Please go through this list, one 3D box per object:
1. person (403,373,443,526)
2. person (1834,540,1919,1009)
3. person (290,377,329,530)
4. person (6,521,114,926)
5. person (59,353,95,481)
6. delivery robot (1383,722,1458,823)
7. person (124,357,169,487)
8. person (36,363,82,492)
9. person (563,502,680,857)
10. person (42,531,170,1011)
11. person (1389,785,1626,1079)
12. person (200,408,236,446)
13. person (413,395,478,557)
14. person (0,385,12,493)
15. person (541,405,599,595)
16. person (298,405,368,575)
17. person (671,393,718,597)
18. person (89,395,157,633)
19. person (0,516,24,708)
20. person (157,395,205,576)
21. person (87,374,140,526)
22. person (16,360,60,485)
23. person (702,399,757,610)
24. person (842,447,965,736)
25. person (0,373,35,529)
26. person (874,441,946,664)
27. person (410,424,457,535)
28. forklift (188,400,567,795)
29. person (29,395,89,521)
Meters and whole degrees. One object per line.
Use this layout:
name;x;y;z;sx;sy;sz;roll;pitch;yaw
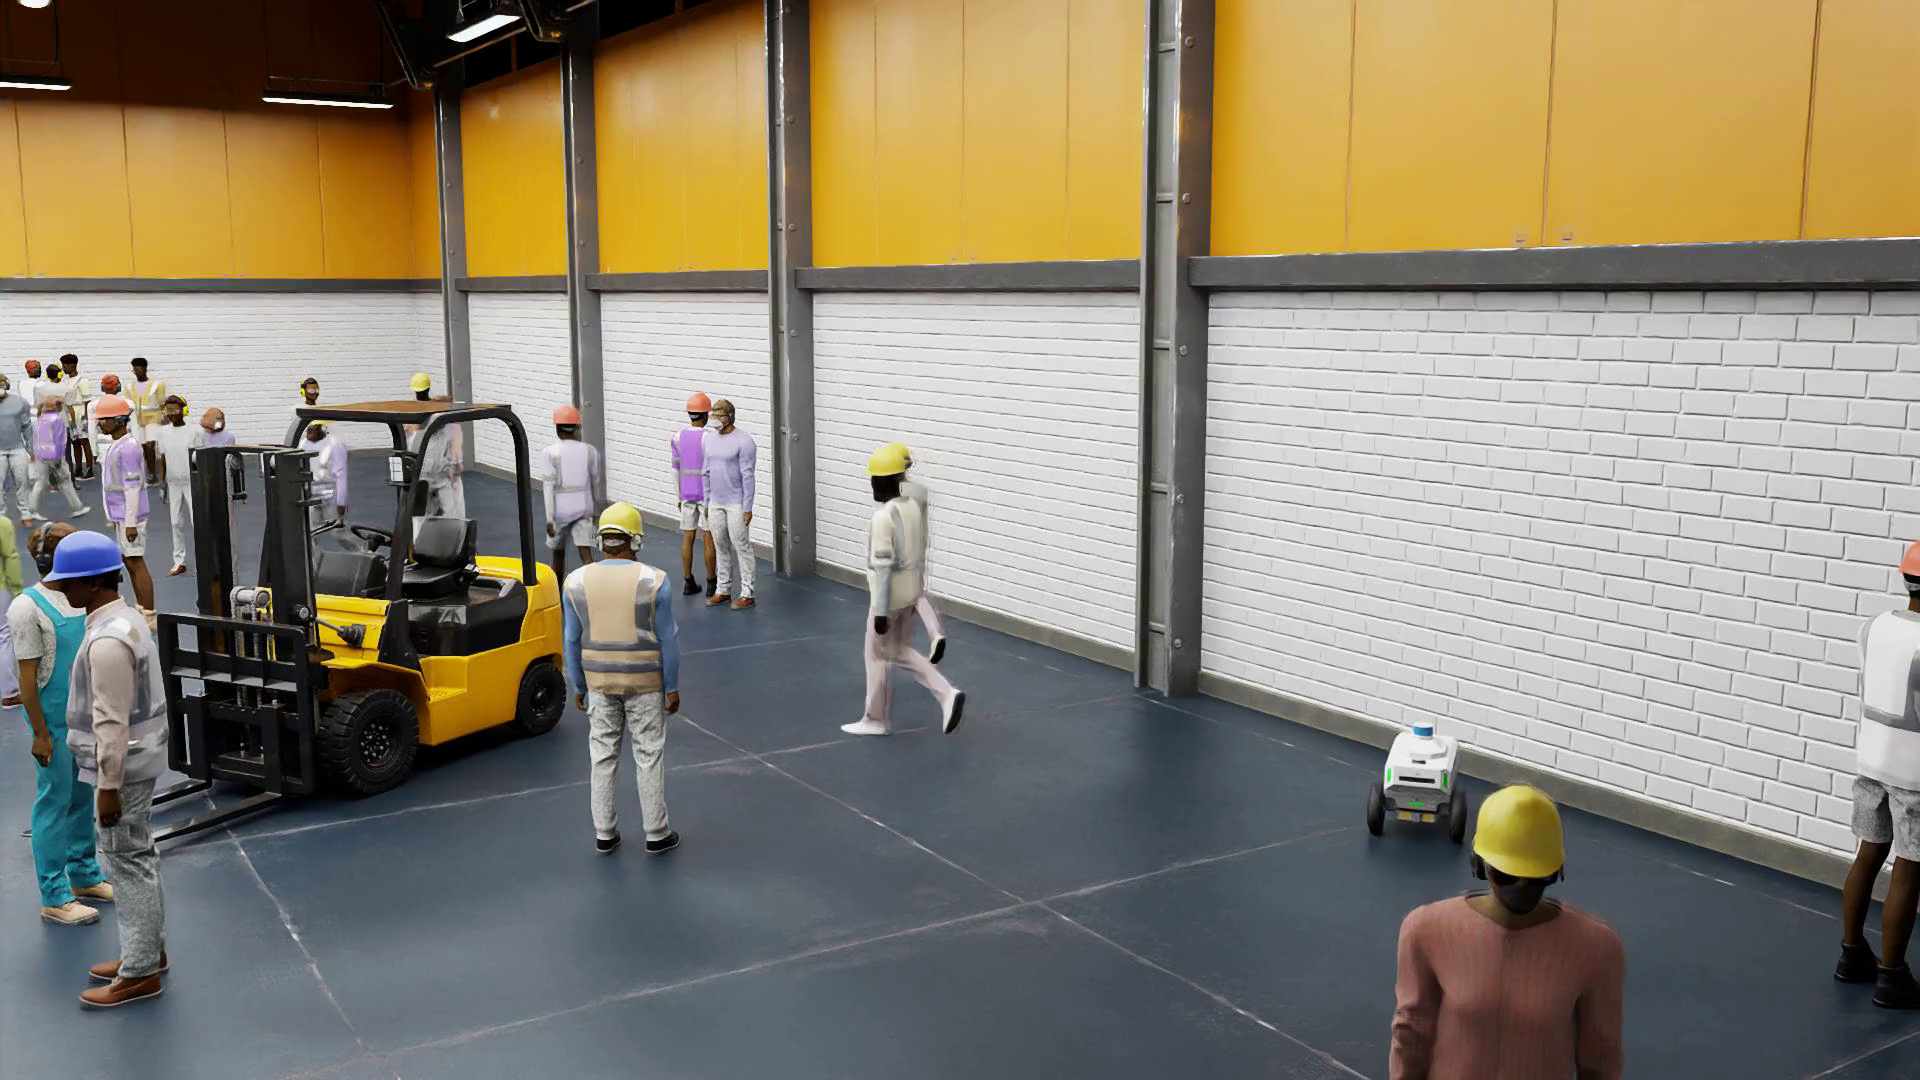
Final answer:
person;-6.525;-1.081;20.318;0.590;1.913;0.397;-1;9;-8
person;3.855;0.930;6.733;0.388;1.929;0.539;-2;9;-11
person;-7.781;-1.018;20.021;0.328;1.877;0.513;7;11;39
person;-4.106;0.831;7.659;0.345;1.847;0.508;1;8;4
person;-13.621;-1.893;25.631;0.600;1.959;0.375;5;10;32
delivery robot;2.495;1.229;8.987;0.477;0.478;0.707;3;9;19
person;-12.108;-1.735;24.630;0.631;1.936;0.760;0;8;3
person;-13.081;-1.620;24.121;0.538;1.863;0.312;-1;9;-8
person;-1.705;0.718;8.499;0.588;1.823;0.403;1;9;7
person;-3.441;0.919;6.774;0.416;1.938;0.615;-4;9;-23
person;1.322;1.413;4.072;0.536;1.755;0.546;3;9;18
person;-8.330;-0.660;18.482;0.596;1.616;0.481;-5;10;-32
person;-5.645;-0.682;18.023;0.906;1.806;0.629;4;9;27
person;-11.759;-1.021;20.194;0.425;1.842;0.540;-2;9;-14
person;-3.490;-0.265;14.907;0.566;1.882;0.994;-6;10;-34
person;-6.243;-0.445;16.442;0.591;1.801;0.849;3;9;22
person;-2.468;-0.428;15.830;0.543;1.939;0.362;3;9;22
person;-7.067;-0.210;14.040;0.397;2.034;0.605;-6;10;-35
person;-6.758;0.369;11.509;0.525;1.631;0.282;-1;9;-7
person;-7.908;-0.552;16.941;0.514;1.861;0.322;1;8;4
person;-10.437;-1.103;20.570;0.572;1.883;0.355;-2;9;-12
person;-13.882;-1.763;25.019;0.574;1.883;0.355;3;9;17
person;-2.110;-0.326;15.200;0.624;1.931;0.377;6;10;36
person;-0.380;0.351;10.691;0.759;1.906;0.599;3;9;21
person;-11.642;-1.080;20.278;0.641;1.927;0.386;-7;11;-38
person;-0.428;0.100;12.944;0.526;1.741;0.794;-5;10;-32
person;-5.544;-0.584;17.629;0.790;1.709;0.512;8;12;44
forklift;-3.529;0.258;10.348;1.214;2.155;2.313;4;9;25
person;-11.536;-1.043;21.129;0.519;1.589;0.811;5;10;31
